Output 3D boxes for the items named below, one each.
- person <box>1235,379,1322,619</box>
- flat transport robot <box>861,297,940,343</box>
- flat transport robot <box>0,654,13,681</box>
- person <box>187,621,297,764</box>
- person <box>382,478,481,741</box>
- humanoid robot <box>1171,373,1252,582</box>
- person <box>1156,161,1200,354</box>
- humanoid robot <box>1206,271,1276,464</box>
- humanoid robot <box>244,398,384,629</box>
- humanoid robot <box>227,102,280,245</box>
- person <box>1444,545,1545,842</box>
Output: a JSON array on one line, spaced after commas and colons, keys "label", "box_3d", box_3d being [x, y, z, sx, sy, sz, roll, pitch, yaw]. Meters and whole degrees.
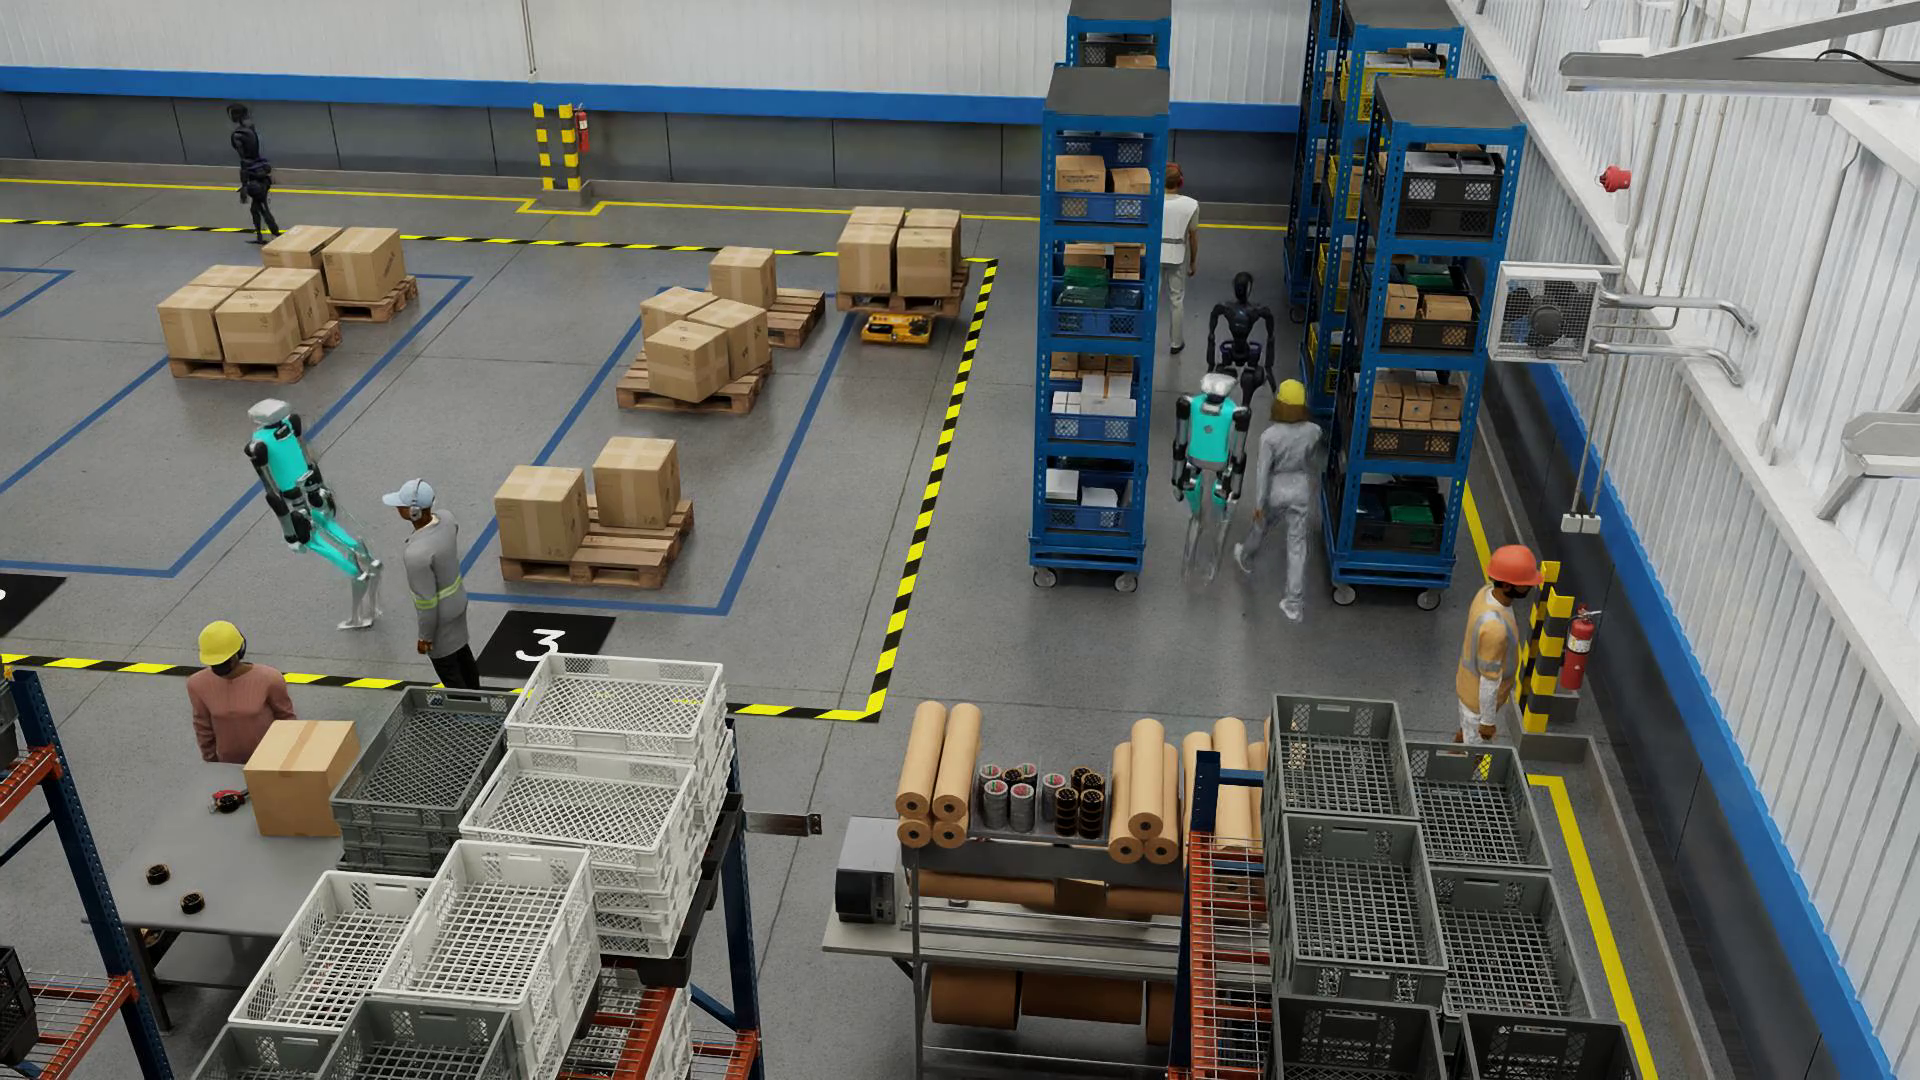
[{"label": "person", "box_3d": [2.295, -0.340, 11.843, 0.474, 1.683, 0.942, -4, 30, -7]}, {"label": "flat transport robot", "box_3d": [-0.556, -2.360, 16.699, 0.652, 0.197, 1.431, 3, 30, 6]}, {"label": "flat transport robot", "box_3d": [-7.142, 0.969, 11.010, 1.431, 0.231, 0.659, 3, 30, 6]}, {"label": "person", "box_3d": [-3.881, 1.197, 9.127, 0.533, 1.767, 0.312, -4, 30, -7]}, {"label": "person", "box_3d": [-3.253, 0.442, 10.341, 0.369, 1.852, 0.591, 1, 30, 2]}, {"label": "humanoid robot", "box_3d": [1.841, -0.467, 12.058, 0.548, 1.791, 0.799, 11, 32, 19]}, {"label": "person", "box_3d": [1.937, -2.624, 15.608, 0.566, 1.850, 0.390, 5, 31, 8]}, {"label": "humanoid robot", "box_3d": [2.348, -1.466, 13.802, 0.600, 1.645, 0.493, 7, 31, 12]}, {"label": "humanoid robot", "box_3d": [-4.325, -0.107, 11.427, 0.810, 1.793, 0.534, 6, 31, 10]}, {"label": "humanoid robot", "box_3d": [-7.671, -3.900, 17.981, 0.600, 1.644, 0.596, -2, 30, -3]}, {"label": "person", "box_3d": [3.023, 0.869, 9.523, 0.358, 1.937, 0.544, 6, 31, 10]}]
